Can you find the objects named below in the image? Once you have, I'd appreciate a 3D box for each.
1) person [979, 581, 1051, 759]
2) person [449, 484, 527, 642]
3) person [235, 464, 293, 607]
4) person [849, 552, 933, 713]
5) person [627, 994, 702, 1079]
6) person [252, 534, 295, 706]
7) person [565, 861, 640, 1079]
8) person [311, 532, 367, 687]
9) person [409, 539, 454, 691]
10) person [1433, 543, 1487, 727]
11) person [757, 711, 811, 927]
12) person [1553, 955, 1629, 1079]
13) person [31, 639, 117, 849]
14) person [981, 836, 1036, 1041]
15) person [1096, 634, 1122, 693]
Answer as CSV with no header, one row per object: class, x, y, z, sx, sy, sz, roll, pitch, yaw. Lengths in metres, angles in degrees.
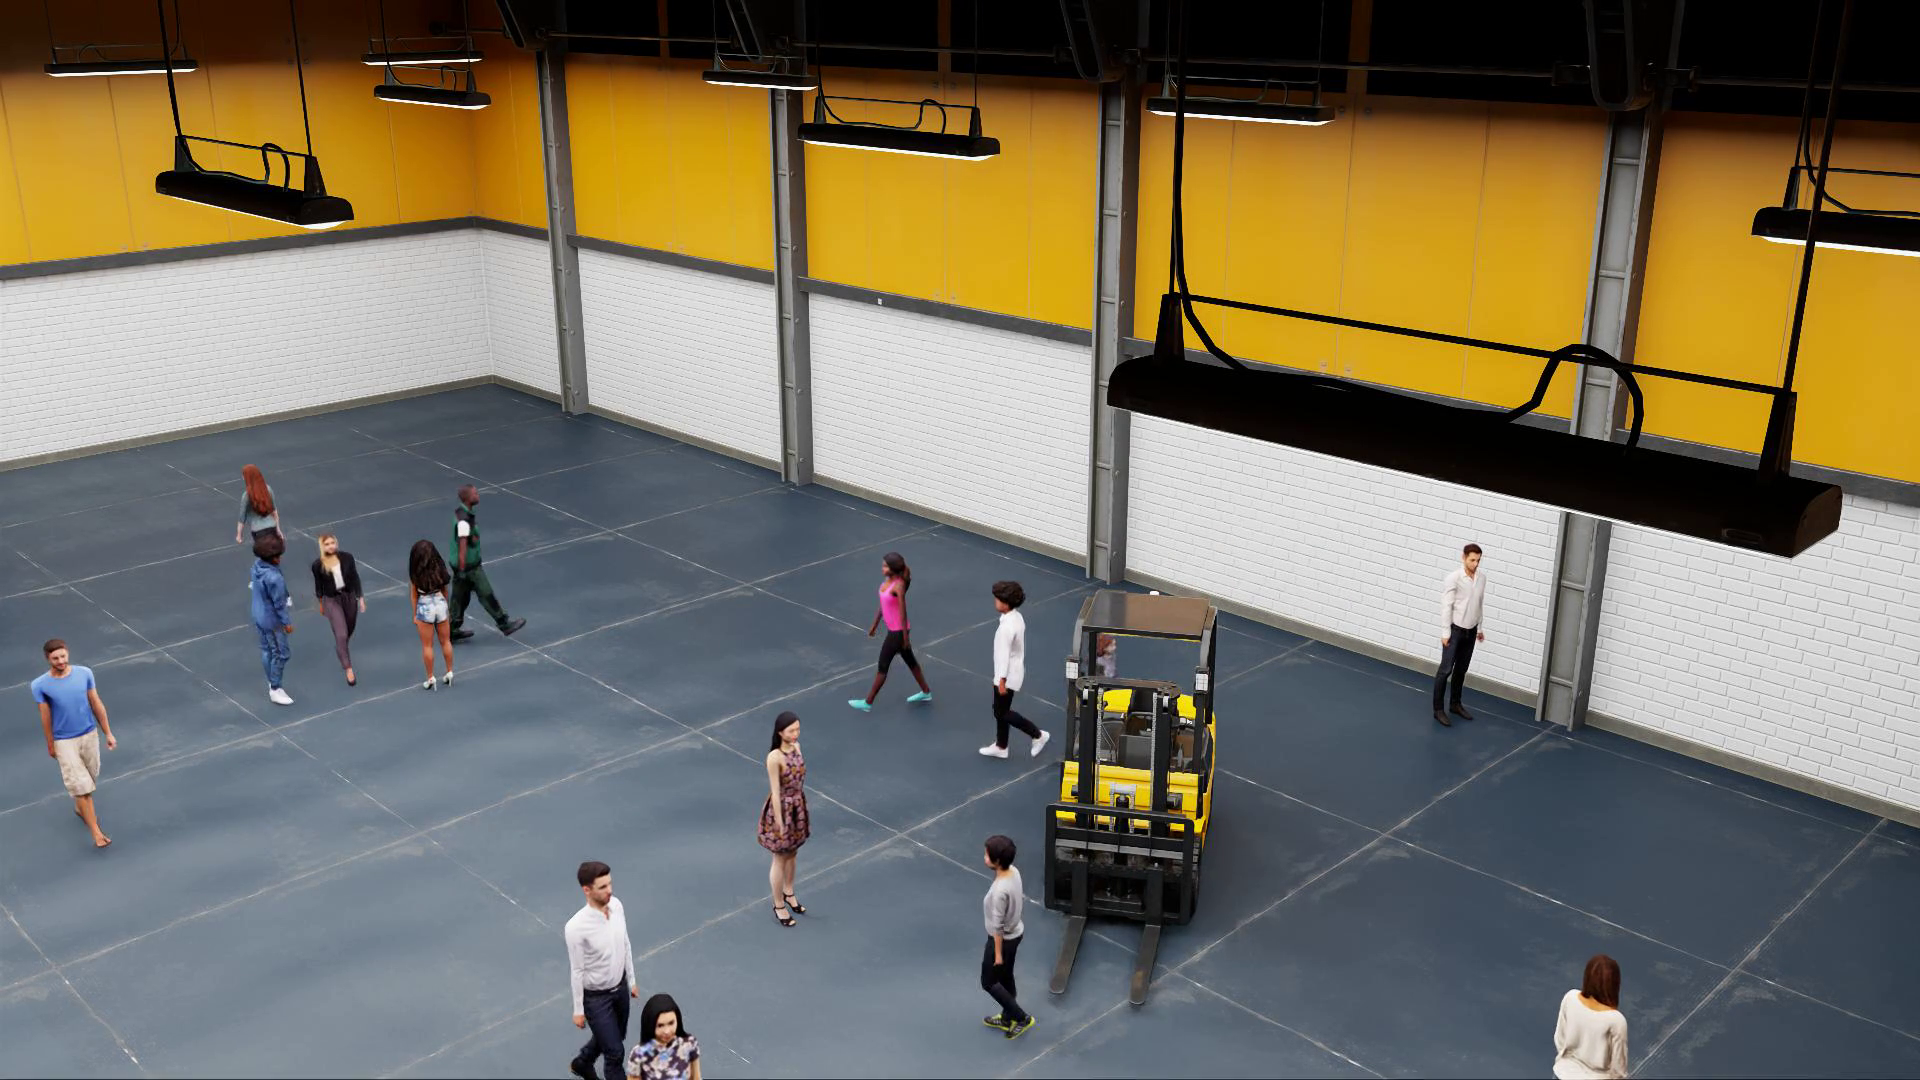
person,0.529,1.255,15.686,1.041,1.794,0.922,3,19,9
person,-5.587,0.295,18.533,1.057,1.797,1.168,-6,20,-19
person,-8.146,-0.024,19.622,1.073,1.707,0.804,8,20,22
person,-0.552,0.936,16.837,1.011,1.664,1.135,-5,19,-14
person,-1.691,3.354,9.534,0.737,1.743,0.915,-10,21,-28
person,-7.135,0.770,17.135,0.516,1.790,0.881,12,22,32
person,-2.353,2.887,10.748,1.181,1.853,0.796,11,22,30
person,-6.594,0.686,17.631,0.676,1.630,1.084,-15,24,-37
person,-5.513,0.778,17.374,0.549,1.621,0.561,-16,25,-40
person,4.987,0.909,16.599,0.721,1.867,0.653,-9,21,-26
person,-1.355,2.162,13.021,0.802,1.775,0.773,7,20,21
person,3.746,3.244,9.962,0.706,1.679,0.531,-13,22,-33
person,-7.662,1.693,14.354,1.209,1.815,0.692,16,24,39
person,0.379,2.776,11.570,0.751,1.540,0.682,6,20,18
person,1.373,1.406,16.336,0.490,1.093,0.493,15,24,37
